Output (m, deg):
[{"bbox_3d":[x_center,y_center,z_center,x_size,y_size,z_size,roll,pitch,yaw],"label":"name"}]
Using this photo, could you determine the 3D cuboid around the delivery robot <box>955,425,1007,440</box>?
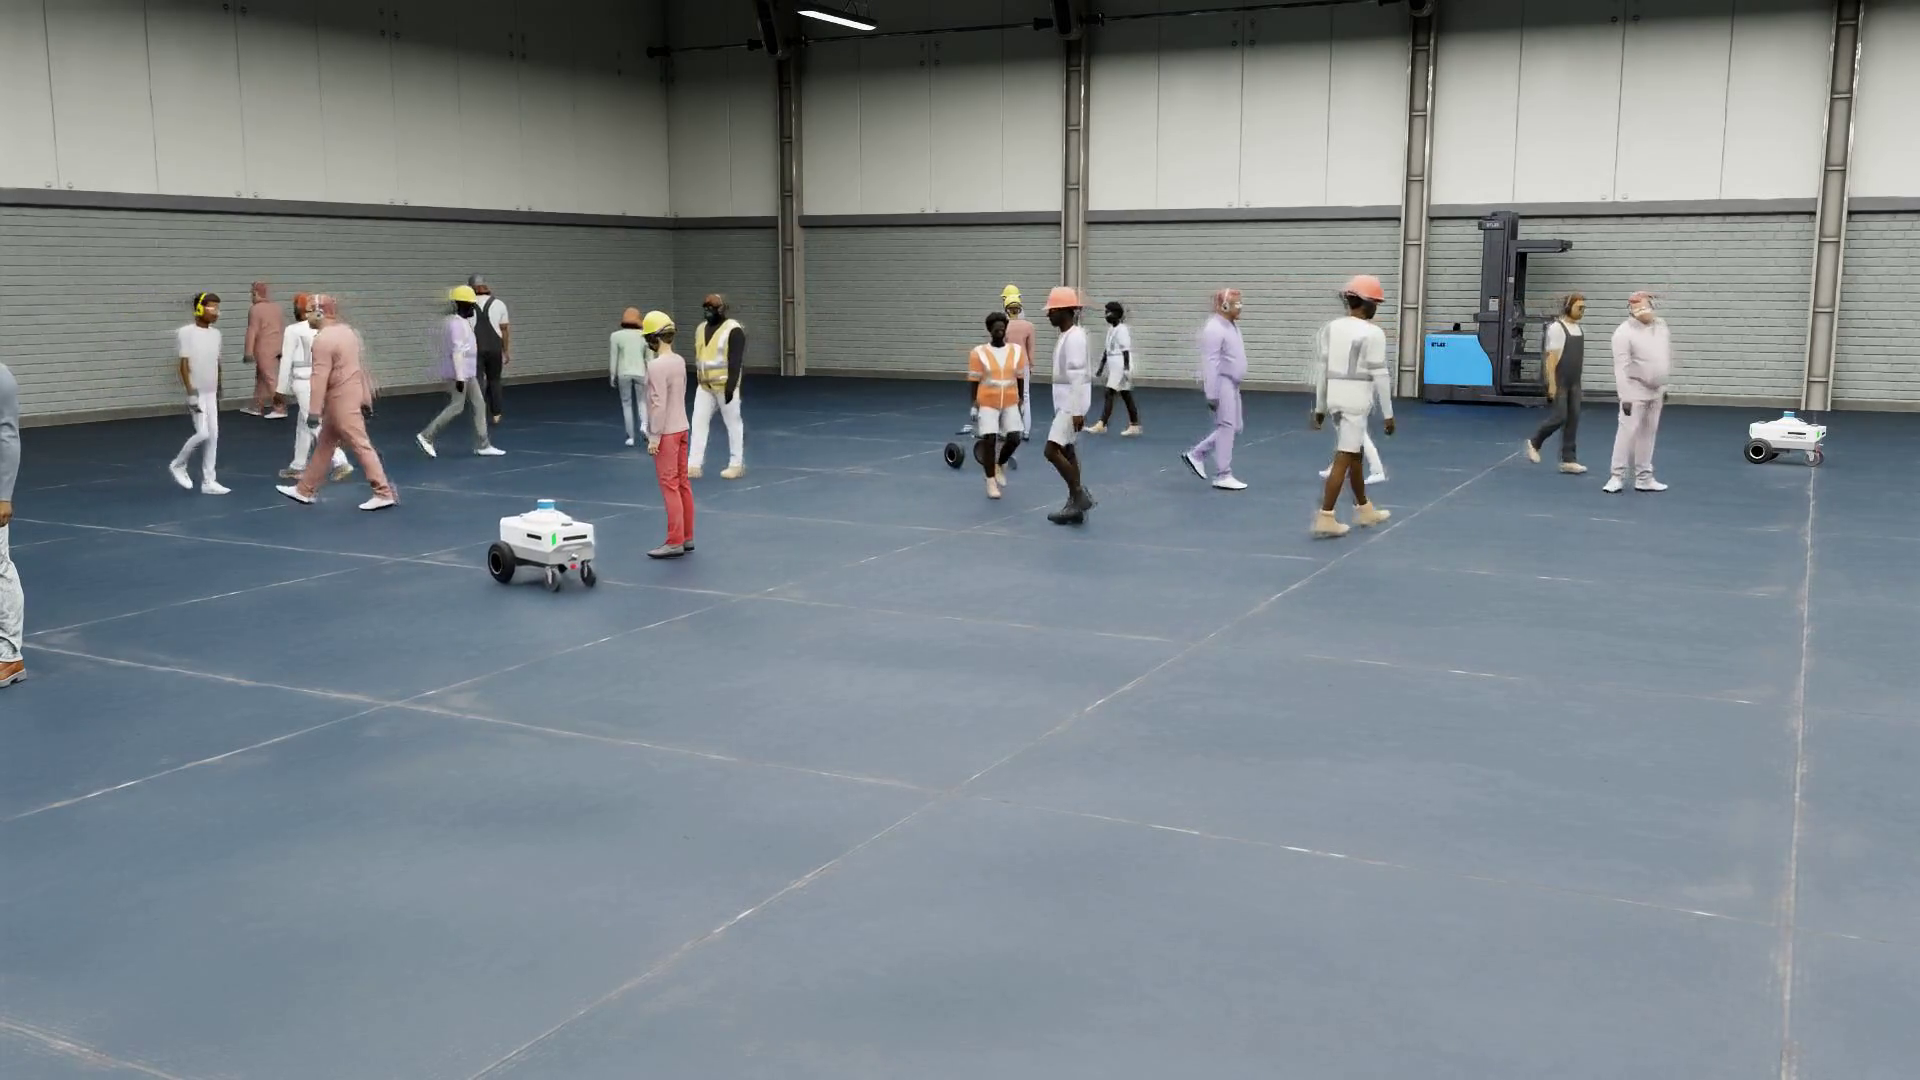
[{"bbox_3d":[0.251,-1.188,17.356,0.335,0.223,0.698,-8,12,-41],"label":"delivery robot"}]

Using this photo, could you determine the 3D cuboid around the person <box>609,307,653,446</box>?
[{"bbox_3d":[-3.862,-1.919,19.554,0.507,1.617,0.362,-3,10,-19],"label":"person"}]

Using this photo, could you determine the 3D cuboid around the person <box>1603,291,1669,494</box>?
[{"bbox_3d":[6.335,-1.358,15.360,0.751,1.863,0.395,-5,11,-29],"label":"person"}]

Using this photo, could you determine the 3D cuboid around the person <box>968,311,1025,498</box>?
[{"bbox_3d":[0.334,-1.226,15.063,0.549,1.680,0.403,-3,10,-15],"label":"person"}]

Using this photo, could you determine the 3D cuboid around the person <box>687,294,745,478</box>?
[{"bbox_3d":[-2.441,-1.488,16.273,0.645,1.808,0.856,7,11,36],"label":"person"}]

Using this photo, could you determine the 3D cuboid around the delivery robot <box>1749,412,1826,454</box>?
[{"bbox_3d":[8.861,-1.131,17.804,0.707,0.478,0.477,7,12,37],"label":"delivery robot"}]

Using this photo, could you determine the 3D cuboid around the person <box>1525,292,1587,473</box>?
[{"bbox_3d":[6.139,-1.606,16.951,0.540,1.832,0.586,-6,11,-32],"label":"person"}]

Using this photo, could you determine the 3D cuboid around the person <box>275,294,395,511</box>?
[{"bbox_3d":[-5.378,-1.165,14.205,1.075,1.839,0.663,-1,9,-4],"label":"person"}]

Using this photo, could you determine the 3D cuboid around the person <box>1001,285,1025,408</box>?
[{"bbox_3d":[0.757,-2.855,24.659,0.403,1.834,0.588,2,9,13],"label":"person"}]

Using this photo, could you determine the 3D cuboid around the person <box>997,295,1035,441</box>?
[{"bbox_3d":[0.643,-2.070,20.057,0.523,1.760,0.325,-3,10,-18],"label":"person"}]

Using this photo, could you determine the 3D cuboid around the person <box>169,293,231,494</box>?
[{"bbox_3d":[-6.983,-1.339,15.279,0.507,1.846,0.521,3,10,19],"label":"person"}]

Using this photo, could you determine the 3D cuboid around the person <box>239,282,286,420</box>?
[{"bbox_3d":[-9.756,-2.613,23.020,0.878,1.872,0.673,1,9,6],"label":"person"}]

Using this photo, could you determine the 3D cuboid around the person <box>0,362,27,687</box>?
[{"bbox_3d":[-4.915,-0.239,8.213,0.627,1.938,0.373,3,10,18],"label":"person"}]

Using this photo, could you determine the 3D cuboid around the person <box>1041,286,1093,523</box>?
[{"bbox_3d":[0.850,-1.084,13.467,0.415,1.917,0.580,-1,9,-6],"label":"person"}]

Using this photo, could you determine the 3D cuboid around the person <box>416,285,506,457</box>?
[{"bbox_3d":[-5.548,-1.856,18.329,0.884,1.899,0.598,-1,9,-6],"label":"person"}]

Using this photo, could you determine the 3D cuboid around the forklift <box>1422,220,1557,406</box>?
[{"bbox_3d":[8.245,-3.527,25.720,1.873,2.768,1.129,5,10,27],"label":"forklift"}]

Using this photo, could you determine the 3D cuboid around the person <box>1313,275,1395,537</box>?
[{"bbox_3d":[3.145,-1.034,12.888,0.943,2.001,0.638,-4,10,-26],"label":"person"}]

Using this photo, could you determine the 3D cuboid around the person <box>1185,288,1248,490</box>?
[{"bbox_3d":[2.448,-1.429,15.690,0.545,1.887,0.666,4,10,22],"label":"person"}]

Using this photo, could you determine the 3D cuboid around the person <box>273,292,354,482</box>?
[{"bbox_3d":[-6.316,-1.491,16.233,0.955,1.851,0.584,3,10,17],"label":"person"}]

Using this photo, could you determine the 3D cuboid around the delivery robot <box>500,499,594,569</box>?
[{"bbox_3d":[-2.730,-0.025,10.984,0.707,0.478,0.477,9,13,44],"label":"delivery robot"}]

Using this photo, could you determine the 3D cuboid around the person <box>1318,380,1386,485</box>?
[{"bbox_3d":[3.827,-1.342,16.095,0.518,1.585,0.875,-8,12,-41],"label":"person"}]

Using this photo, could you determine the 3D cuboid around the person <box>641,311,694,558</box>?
[{"bbox_3d":[-2.127,-0.760,11.976,0.335,1.759,0.529,2,9,12],"label":"person"}]

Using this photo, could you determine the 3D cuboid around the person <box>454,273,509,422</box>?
[{"bbox_3d":[-6.401,-2.536,22.187,0.703,2.000,0.825,-4,10,-22],"label":"person"}]

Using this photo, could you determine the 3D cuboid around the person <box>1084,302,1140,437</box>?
[{"bbox_3d":[1.860,-2.090,20.462,0.828,1.657,0.532,-1,9,-6],"label":"person"}]
